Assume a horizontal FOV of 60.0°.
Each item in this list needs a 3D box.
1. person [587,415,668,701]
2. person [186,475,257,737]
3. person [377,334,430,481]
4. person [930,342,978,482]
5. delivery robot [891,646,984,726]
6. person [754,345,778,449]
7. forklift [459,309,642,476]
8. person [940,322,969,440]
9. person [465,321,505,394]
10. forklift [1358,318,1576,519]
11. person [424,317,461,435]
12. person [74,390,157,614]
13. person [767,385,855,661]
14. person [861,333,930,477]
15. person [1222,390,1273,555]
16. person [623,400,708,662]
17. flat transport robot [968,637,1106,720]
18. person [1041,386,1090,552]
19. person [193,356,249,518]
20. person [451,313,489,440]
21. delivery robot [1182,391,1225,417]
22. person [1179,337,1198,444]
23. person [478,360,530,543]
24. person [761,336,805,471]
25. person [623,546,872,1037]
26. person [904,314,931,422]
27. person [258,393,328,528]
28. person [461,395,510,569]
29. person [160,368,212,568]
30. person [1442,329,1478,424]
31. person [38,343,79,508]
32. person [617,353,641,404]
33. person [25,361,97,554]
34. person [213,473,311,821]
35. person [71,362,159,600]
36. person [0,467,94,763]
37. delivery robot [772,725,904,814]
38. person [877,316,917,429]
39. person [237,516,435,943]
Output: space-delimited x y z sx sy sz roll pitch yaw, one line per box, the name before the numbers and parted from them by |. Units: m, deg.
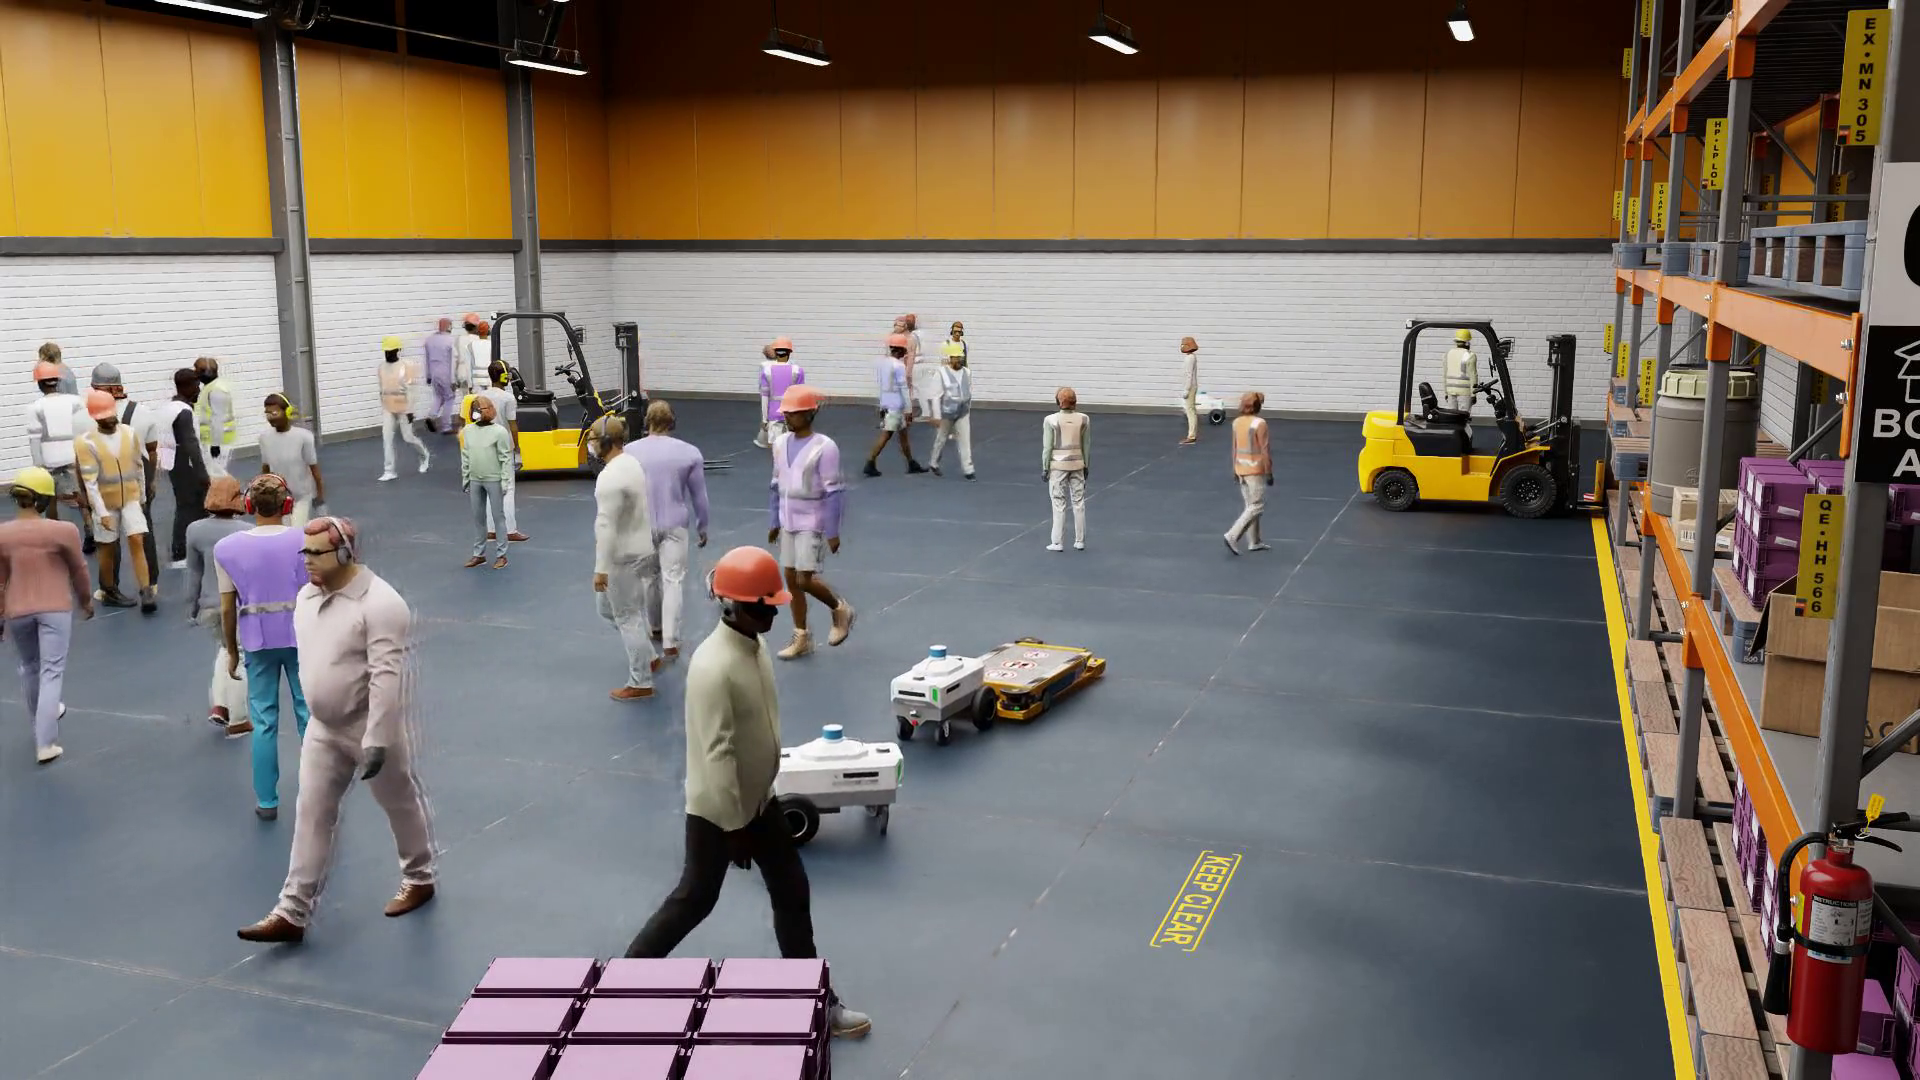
person | -2.238 0.130 11.038 0.453 1.921 0.642 0 10 -2
person | -4.500 0.409 10.288 0.524 1.623 0.393 1 10 7
person | -7.275 -1.738 21.634 0.580 1.897 0.806 3 10 15
person | -0.114 -1.668 21.534 0.611 1.792 0.926 -6 12 -31
delivery robot | -0.136 0.897 10.285 0.477 0.478 0.707 5 11 26
person | -2.733 -2.076 24.448 0.526 1.553 0.965 -6 12 -32
forklift | -5.354 -1.902 21.697 2.313 2.155 1.214 -2 10 -13
person | -0.072 -2.488 26.000 0.506 1.841 0.345 -6 12 -32
person | -7.191 -2.375 25.237 0.574 1.884 0.356 -1 10 -4
forklift | 5.787 -1.437 19.079 2.313 2.155 1.214 3 11 19
person | -8.238 -2.605 26.523 0.680 1.885 0.467 5 11 24
person | -6.890 -0.301 13.625 0.963 1.865 0.581 8 13 40
person | -1.115 -0.132 12.205 0.615 2.027 0.544 9 14 43
person | -0.878 -1.767 21.842 1.001 1.889 0.563 -5 11 -25
person | 2.841 -0.659 16.310 0.631 1.618 0.537 -4 11 -22
person | -2.208 -0.097 12.399 0.664 1.881 1.006 -1 10 -7
flat transport robot | 0.423 0.918 11.234 0.652 0.197 1.431 5 11 26
person | 1.051 -0.696 16.472 0.521 1.639 0.311 -4 11 -21
person | -8.138 -1.093 18.198 0.461 1.830 0.625 -6 12 -33
person | -7.591 -2.506 25.701 0.615 1.998 1.018 3 10 15
delivery robot | 4.135 -2.295 28.263 0.707 0.478 0.477 2 10 9
person | 3.504 -2.289 25.455 0.274 1.632 0.503 3 10 16
person | -4.695 -0.903 17.004 0.535 1.864 0.309 5 11 26
person | -2.132 -1.496 20.165 0.543 1.928 0.372 0 10 -1
person | -0.911 0.965 6.283 1.015 1.944 0.614 3 10 16
person | -0.872 -2.929 28.467 0.847 1.847 0.613 1 10 3
person | -5.544 -0.338 13.934 0.541 1.833 0.739 2 10 10
person | -4.457 -0.544 15.625 0.497 1.634 0.279 3 11 18
person | -7.224 -0.664 15.565 0.470 1.896 0.590 -5 11 -26
person | 7.284 -2.161 24.164 0.404 1.837 0.596 -7 12 -34
person | -10.408 -1.336 19.392 0.557 1.897 0.806 -4 11 -21
person | -4.983 -2.321 25.329 0.531 1.753 0.523 -10 14 -44
person | -8.811 -0.802 16.302 0.567 1.913 0.851 -9 13 -40
person | -3.584 0.569 8.763 0.566 1.847 0.390 -4 11 -20
person | -7.253 -0.503 14.254 0.536 2.000 0.676 9 13 41
person | -5.500 0.420 10.002 0.513 1.712 0.889 -2 10 -9
delivery robot | -0.651 1.198 8.592 0.707 0.478 0.477 -2 10 -10
person | -1.019 -2.758 27.426 0.675 1.878 0.615 7 12 36
person | -2.705 0.827 7.263 0.661 1.853 0.976 5 11 25
